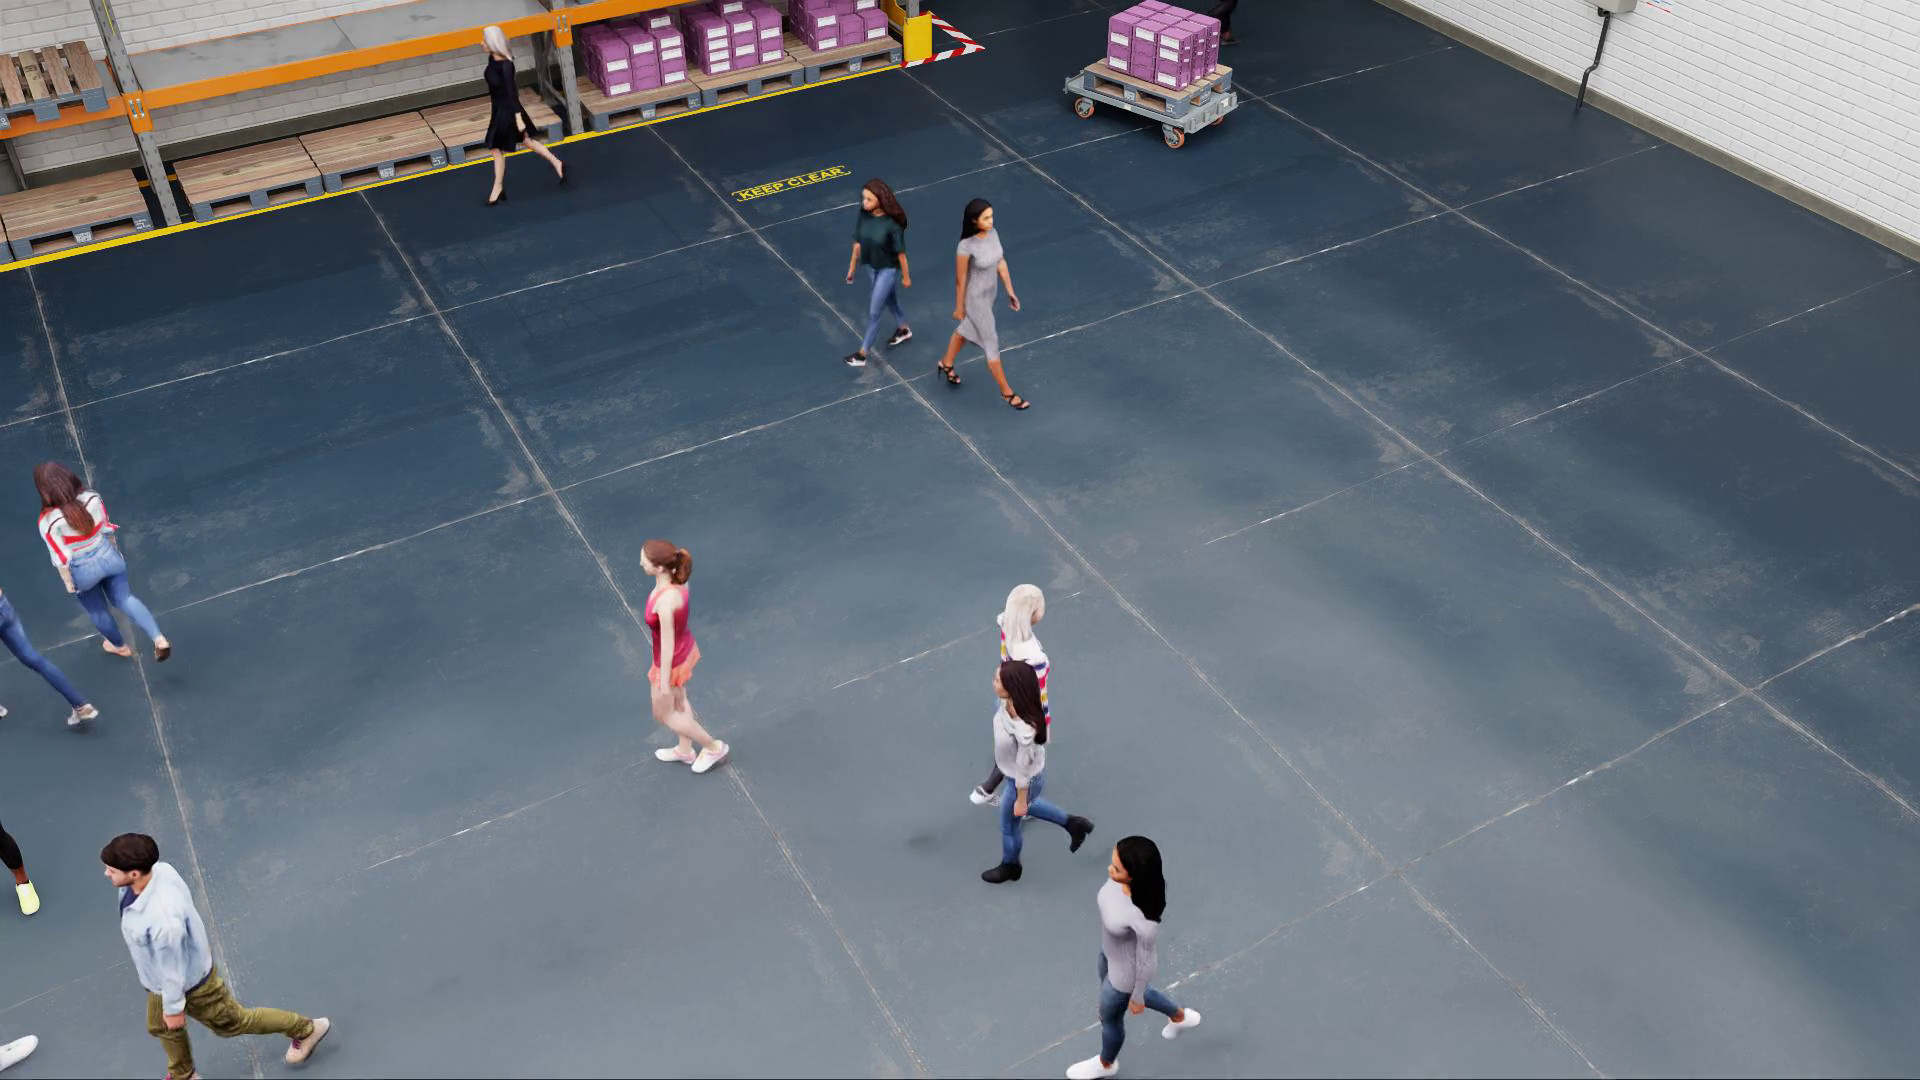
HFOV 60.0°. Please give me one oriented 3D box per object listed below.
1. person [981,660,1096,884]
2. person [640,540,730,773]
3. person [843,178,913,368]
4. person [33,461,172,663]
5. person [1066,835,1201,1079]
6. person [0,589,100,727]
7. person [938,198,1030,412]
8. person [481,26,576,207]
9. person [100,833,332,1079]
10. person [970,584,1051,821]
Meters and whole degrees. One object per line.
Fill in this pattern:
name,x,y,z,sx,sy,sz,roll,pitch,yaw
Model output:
person,0.423,1.279,9.113,0.992,1.616,0.842,-4,39,-5
person,-1.653,0.691,9.745,0.827,1.745,0.748,1,39,2
person,-0.567,-2.220,13.526,0.817,1.575,1.130,32,48,33
person,-5.411,0.190,10.493,0.904,1.595,0.946,22,44,25
person,0.911,2.036,8.086,1.025,1.714,0.834,-6,39,-7
person,-5.784,0.493,10.026,1.154,1.703,1.082,9,39,11
person,0.074,-1.860,12.954,0.985,1.726,1.159,23,44,26
person,-4.149,-3.987,15.635,1.132,1.704,0.598,-17,42,-20
person,-3.637,2.062,8.004,1.172,1.775,0.726,-23,44,-26
person,0.276,0.958,9.368,0.778,1.798,0.719,-13,40,-16
